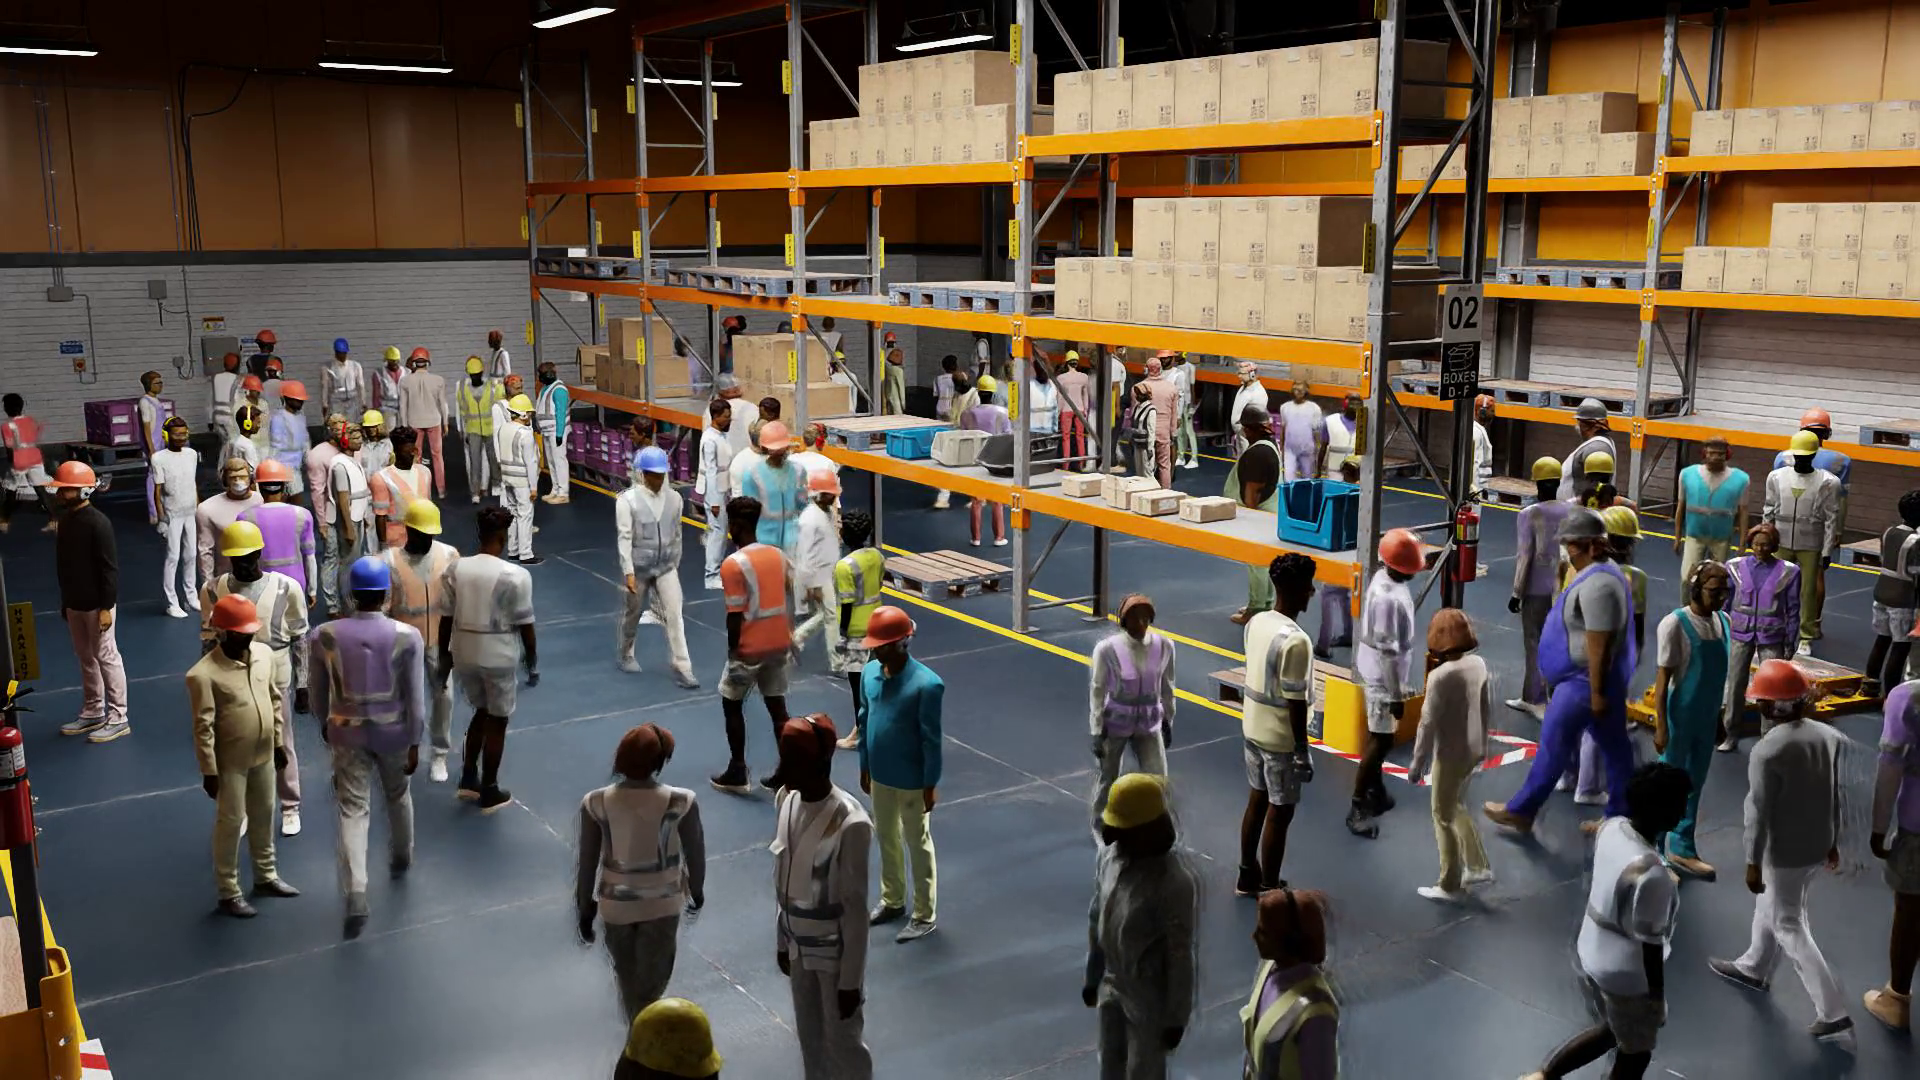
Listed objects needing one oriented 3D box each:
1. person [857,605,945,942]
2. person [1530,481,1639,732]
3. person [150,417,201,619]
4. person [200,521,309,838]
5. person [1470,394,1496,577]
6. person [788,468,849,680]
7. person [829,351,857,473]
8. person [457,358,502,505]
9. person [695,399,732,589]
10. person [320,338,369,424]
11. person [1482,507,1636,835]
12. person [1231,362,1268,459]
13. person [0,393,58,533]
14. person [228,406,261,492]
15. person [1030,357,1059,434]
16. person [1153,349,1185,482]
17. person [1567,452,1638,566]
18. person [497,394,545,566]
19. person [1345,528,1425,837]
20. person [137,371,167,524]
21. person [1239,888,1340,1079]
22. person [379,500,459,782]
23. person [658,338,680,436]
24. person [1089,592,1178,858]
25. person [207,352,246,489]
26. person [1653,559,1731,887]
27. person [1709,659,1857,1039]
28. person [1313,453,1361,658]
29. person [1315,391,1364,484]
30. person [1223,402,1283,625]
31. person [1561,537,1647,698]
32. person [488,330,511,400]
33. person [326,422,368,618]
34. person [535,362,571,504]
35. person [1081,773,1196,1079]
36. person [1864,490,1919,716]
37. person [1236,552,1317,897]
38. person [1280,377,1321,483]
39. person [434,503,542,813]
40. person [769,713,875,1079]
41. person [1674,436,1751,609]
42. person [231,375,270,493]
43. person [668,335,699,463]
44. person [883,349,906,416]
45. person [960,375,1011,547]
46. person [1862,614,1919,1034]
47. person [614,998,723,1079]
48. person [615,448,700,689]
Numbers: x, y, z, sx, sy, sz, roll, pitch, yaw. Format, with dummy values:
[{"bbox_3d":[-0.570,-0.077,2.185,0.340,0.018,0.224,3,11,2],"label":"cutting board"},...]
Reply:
[{"bbox_3d":[-0.333,1.184,8.566,0.574,1.740,0.348,10,15,42],"label":"person"},{"bbox_3d":[4.463,0.498,11.881,0.566,1.805,0.987,-4,12,-21],"label":"person"},{"bbox_3d":[-7.221,-0.217,15.416,0.313,1.864,0.530,5,12,22],"label":"person"},{"bbox_3d":[-4.188,0.830,9.894,0.594,1.925,0.369,-2,11,-10],"label":"person"},{"bbox_3d":[5.319,-0.566,17.172,0.356,1.879,0.581,4,12,20],"label":"person"},{"bbox_3d":[-1.110,0.266,13.313,0.687,1.719,0.594,3,11,16],"label":"person"},{"bbox_3d":[-1.728,-1.845,24.053,0.518,1.752,0.375,-7,13,-33],"label":"person"},{"bbox_3d":[-6.225,-1.443,21.685,0.592,1.881,0.999,-2,11,-10],"label":"person"},{"bbox_3d":[-2.428,-0.457,16.542,0.386,1.904,0.603,0,11,2],"label":"person"},{"bbox_3d":[-8.960,-1.976,24.241,0.628,1.924,0.575,-9,14,-39],"label":"person"},{"bbox_3d":[3.646,0.766,9.929,0.970,2.000,0.691,6,13,29],"label":"person"},{"bbox_3d":[3.581,-1.276,20.764,0.401,1.900,0.649,-2,11,-9],"label":"person"},{"bbox_3d":[-10.944,-0.887,19.377,0.850,1.649,0.541,4,12,19],"label":"person"},{"bbox_3d":[-6.975,-0.395,16.364,0.351,1.856,0.522,-9,14,-39],"label":"person"},{"bbox_3d":[1.011,-1.461,21.727,0.618,1.888,0.555,-7,13,-33],"label":"person"},{"bbox_3d":[2.853,-1.769,23.167,0.543,1.939,0.355,6,12,27],"label":"person"},{"bbox_3d":[4.827,0.286,12.695,0.587,1.922,0.383,1,11,6],"label":"person"},{"bbox_3d":[-4.651,-0.631,17.657,0.586,1.824,0.404,10,15,43],"label":"person"},{"bbox_3d":[2.597,0.822,10.073,0.367,1.885,0.693,3,11,15],"label":"person"},{"bbox_3d":[-9.694,-1.113,20.051,0.330,1.844,0.519,-3,11,-13],"label":"person"},{"bbox_3d":[1.074,1.877,5.380,0.785,1.602,0.527,-1,11,-5],"label":"person"},{"bbox_3d":[-3.538,0.655,10.928,0.624,1.879,0.563,-9,14,-39],"label":"person"},{"bbox_3d":[-4.955,-2.664,27.996,0.345,1.844,0.504,-5,12,-23],"label":"person"},{"bbox_3d":[0.986,1.086,9.470,0.533,1.606,0.858,-2,11,-10],"label":"person"},{"bbox_3d":[-9.914,-1.621,22.608,0.595,1.864,0.439,3,11,15],"label":"person"},{"bbox_3d":[4.053,1.002,9.230,0.517,1.842,0.327,-6,12,-26],"label":"person"},{"bbox_3d":[3.839,1.388,7.633,0.615,1.709,0.808,-7,13,-31],"label":"person"},{"bbox_3d":[3.225,0.112,14.110,0.556,1.717,0.404,-7,13,-32],"label":"person"},{"bbox_3d":[4.227,-0.727,18.171,0.582,1.799,0.842,-2,11,-8],"label":"person"},{"bbox_3d":[2.667,-0.257,15.168,0.539,2.000,0.683,4,12,20],"label":"person"},{"bbox_3d":[4.297,0.702,11.185,0.571,1.686,0.360,3,11,13],"label":"person"},{"bbox_3d":[-7.341,-2.407,26.572,0.337,1.882,0.584,-7,13,-31],"label":"person"},{"bbox_3d":[-5.554,-0.150,15.114,0.392,1.847,0.563,-2,11,-12],"label":"person"},{"bbox_3d":[-5.264,-1.389,21.516,0.429,1.831,0.631,-7,13,-32],"label":"person"},{"bbox_3d":[0.710,1.660,6.184,0.508,1.723,0.506,-7,13,-32],"label":"person"},{"bbox_3d":[7.003,0.464,12.384,0.320,1.690,0.534,0,11,2],"label":"person"},{"bbox_3d":[1.696,1.025,8.834,0.379,1.959,0.608,-2,11,-12],"label":"person"},{"bbox_3d":[4.063,-1.054,19.854,0.523,1.812,0.916,5,12,24],"label":"person"},{"bbox_3d":[-2.919,0.738,10.364,0.621,1.938,0.460,4,12,20],"label":"person"},{"bbox_3d":[-0.522,1.559,6.312,0.349,1.878,0.568,-8,14,-37],"label":"person"},{"bbox_3d":[6.457,0.014,14.311,0.582,1.826,0.596,5,12,25],"label":"person"},{"bbox_3d":[-8.808,-1.202,20.790,0.394,1.732,0.550,6,12,26],"label":"person"},{"bbox_3d":[-4.150,-2.097,24.848,0.635,1.937,0.352,-11,15,-43],"label":"person"},{"bbox_3d":[-1.013,-2.170,26.002,0.285,1.633,0.498,-7,13,-33],"label":"person"},{"bbox_3d":[0.291,-0.877,18.629,0.584,1.928,0.373,1,11,7],"label":"person"},{"bbox_3d":[4.420,1.244,7.517,0.614,2.034,0.411,1,11,3],"label":"person"},{"bbox_3d":[-0.750,2.010,4.335,0.312,1.741,0.487,0,11,2],"label":"person"},{"bbox_3d":[-2.459,0.204,13.208,0.610,1.900,1.020,-7,13,-34],"label":"person"}]
